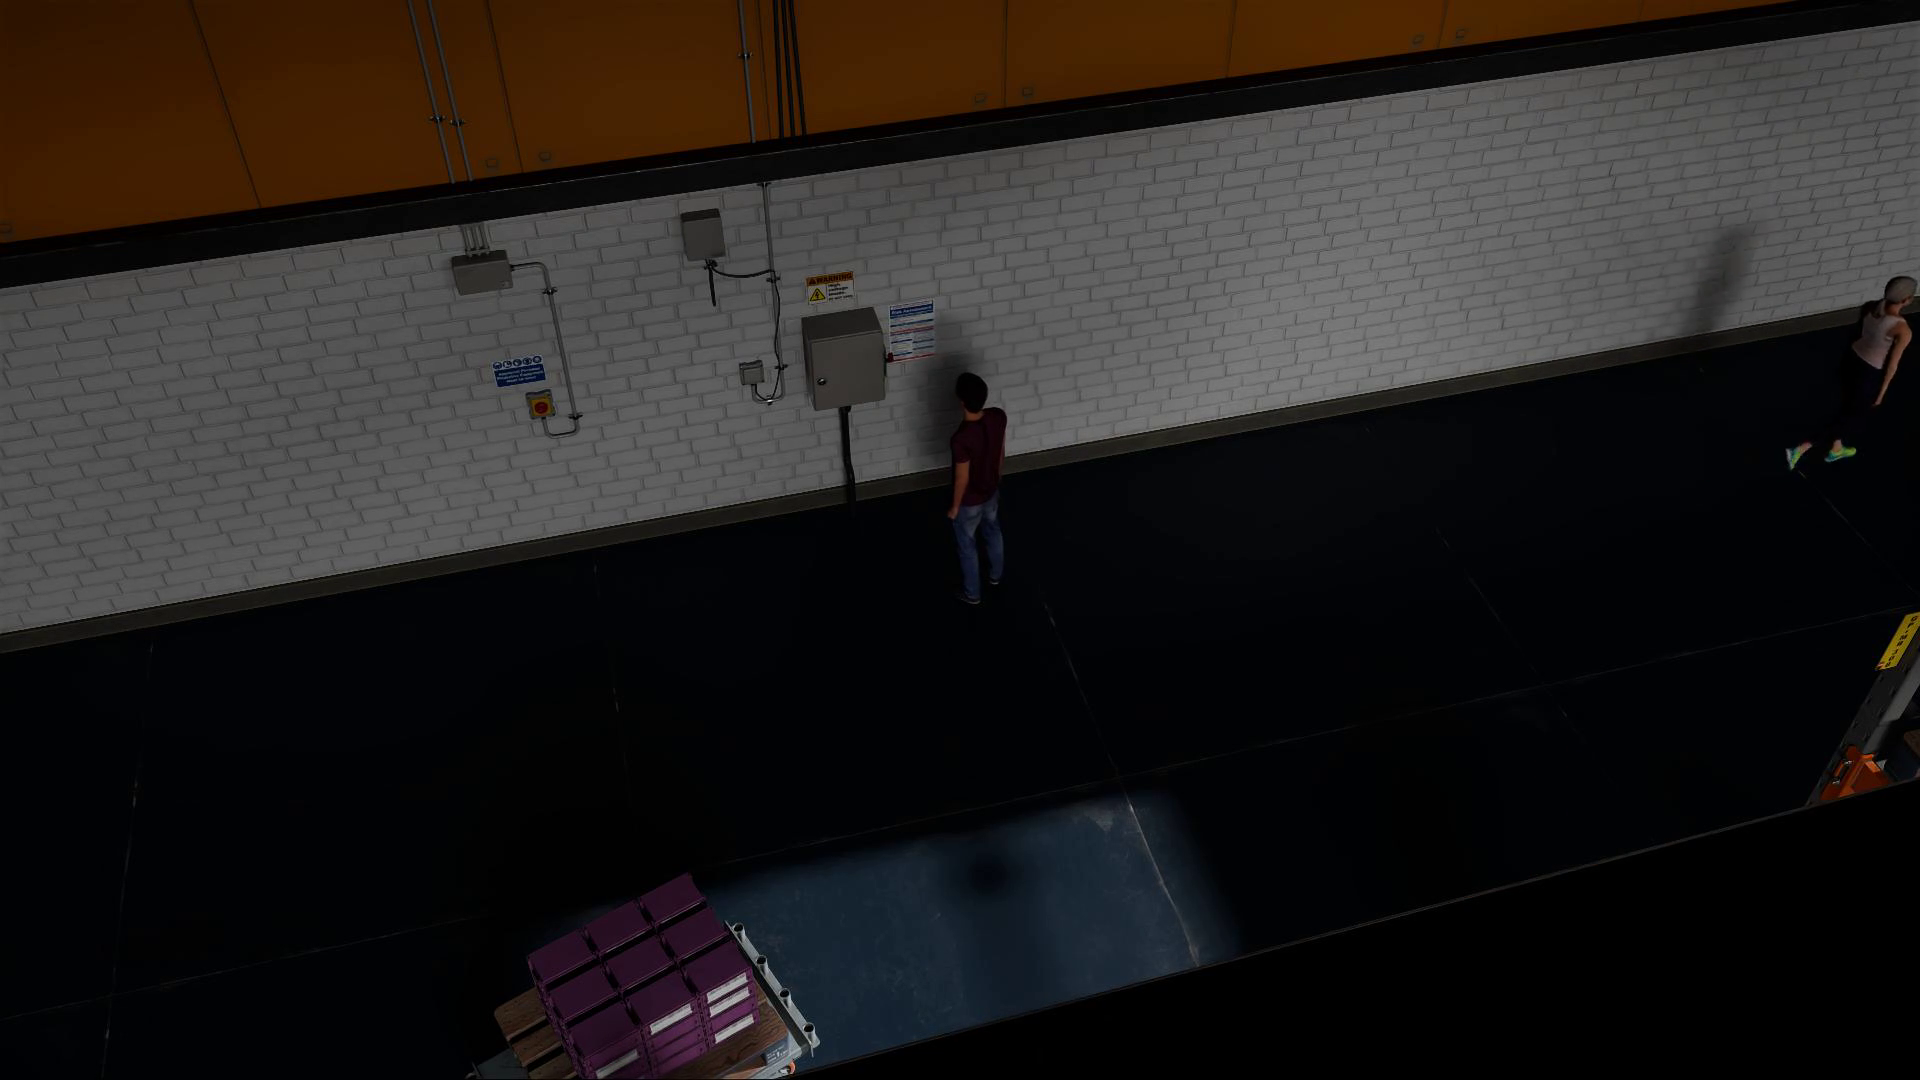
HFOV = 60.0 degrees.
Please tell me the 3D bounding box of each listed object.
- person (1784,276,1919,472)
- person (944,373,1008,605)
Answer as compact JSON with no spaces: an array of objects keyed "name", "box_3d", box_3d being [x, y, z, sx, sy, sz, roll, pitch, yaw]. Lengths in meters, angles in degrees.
[{"name":"person","box_3d":[6.471,-1.172,12.099,0.681,1.680,0.966,-13,45,-14]},{"name":"person","box_3d":[0.104,-0.340,11.104,0.743,1.849,0.737,31,51,28]}]
